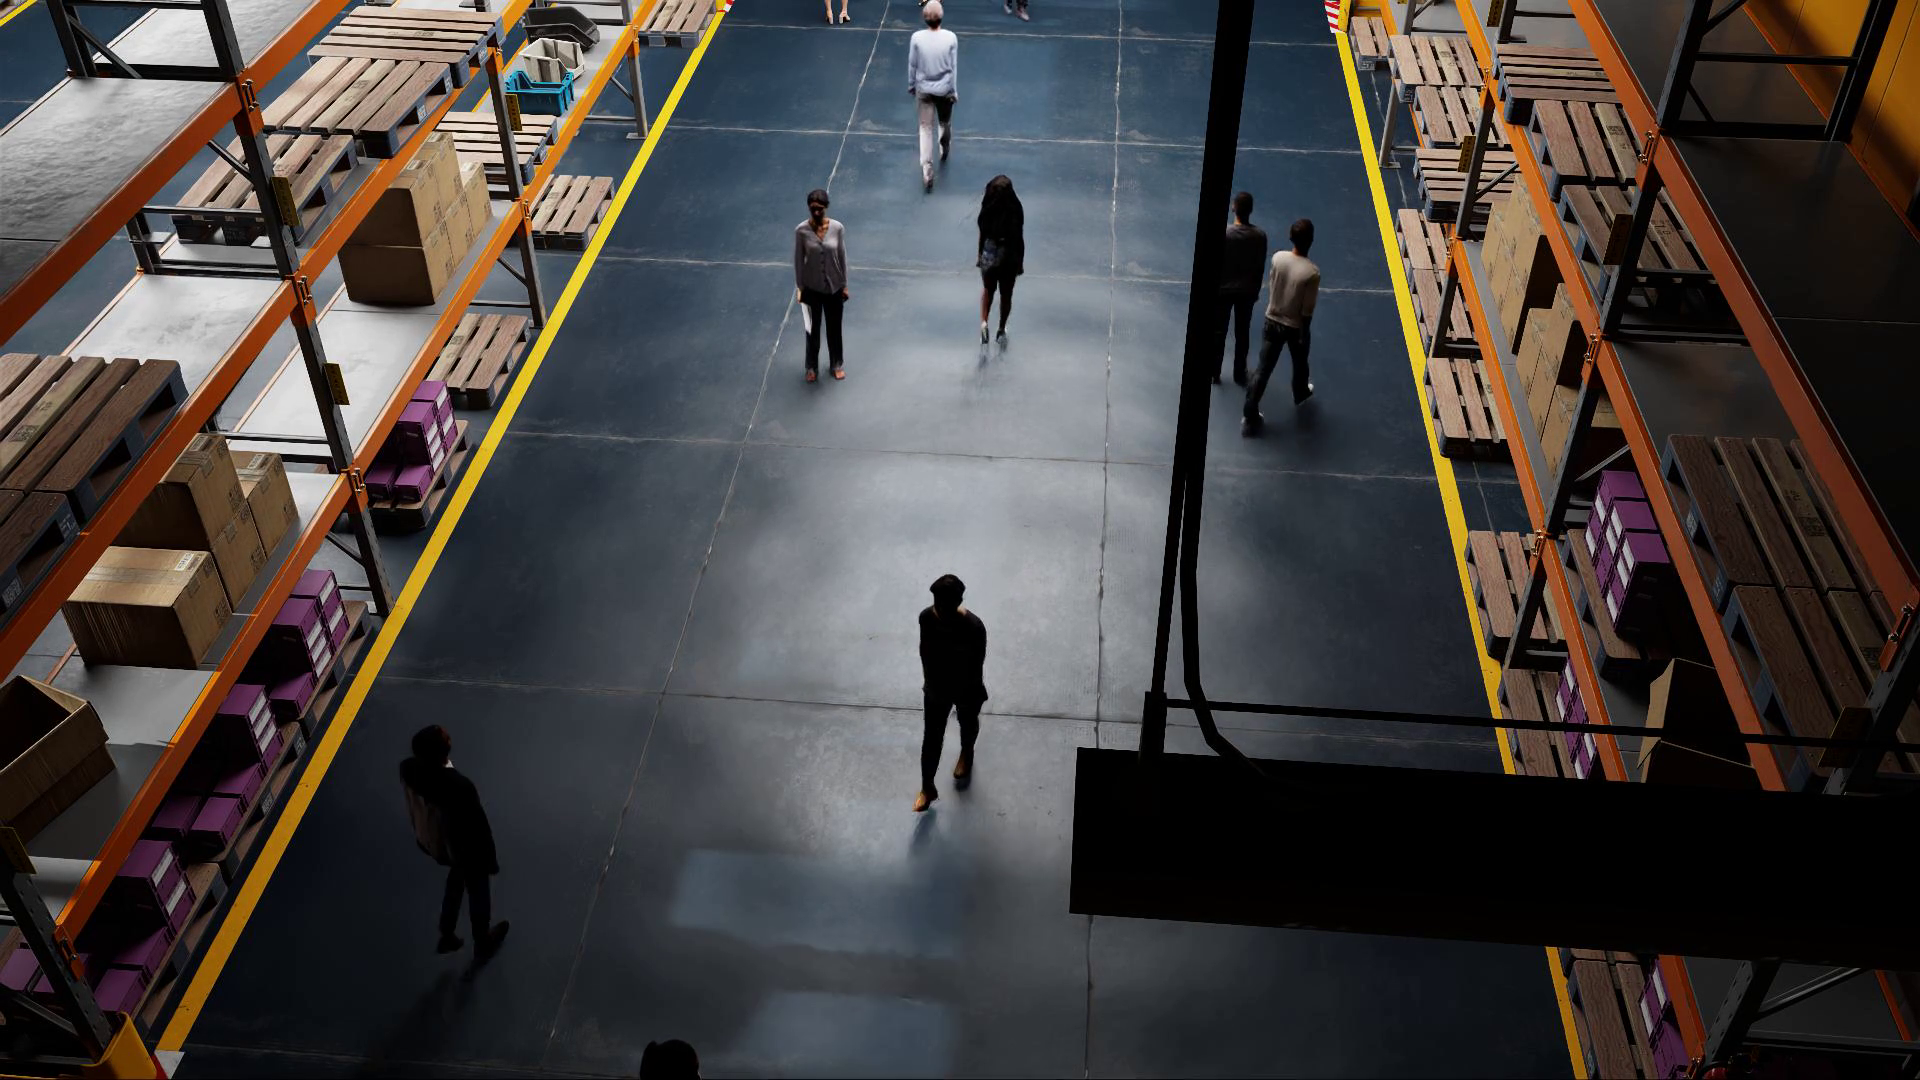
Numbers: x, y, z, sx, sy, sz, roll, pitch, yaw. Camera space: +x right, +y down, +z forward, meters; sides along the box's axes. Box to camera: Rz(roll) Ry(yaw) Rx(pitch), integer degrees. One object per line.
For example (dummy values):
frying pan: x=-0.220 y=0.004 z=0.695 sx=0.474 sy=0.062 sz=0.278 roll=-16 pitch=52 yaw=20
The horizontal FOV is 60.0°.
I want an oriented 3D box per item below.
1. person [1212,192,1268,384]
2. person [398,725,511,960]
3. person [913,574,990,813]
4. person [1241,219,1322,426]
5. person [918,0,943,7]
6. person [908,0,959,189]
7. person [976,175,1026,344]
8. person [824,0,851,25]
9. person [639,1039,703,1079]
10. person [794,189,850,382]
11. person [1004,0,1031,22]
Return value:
person: x=2.324 y=-2.128 z=14.075 sx=0.623 sy=1.766 sz=0.547 roll=1 pitch=39 yaw=1
person: x=-2.840 y=1.741 z=9.210 sx=0.797 sy=1.790 sz=0.840 roll=16 pitch=41 yaw=19
person: x=-0.006 y=0.851 z=10.408 sx=0.780 sy=1.687 sz=1.023 roll=13 pitch=40 yaw=15
person: x=2.603 y=-1.724 z=13.572 sx=1.020 sy=1.763 sz=1.213 roll=27 pitch=46 yaw=30
person: x=-0.385 y=-7.537 z=20.842 sx=0.854 sy=1.774 sz=0.774 roll=-17 pitch=42 yaw=-20
person: x=-0.276 y=-4.526 z=17.016 sx=0.770 sy=1.843 sz=1.237 roll=-1 pitch=39 yaw=-1
person: x=0.315 y=-2.372 z=14.509 sx=0.678 sy=1.605 sz=0.810 roll=12 pitch=40 yaw=14
person: x=-1.557 y=-7.266 z=20.501 sx=0.629 sy=1.775 sz=0.607 roll=3 pitch=39 yaw=4
person: x=-1.301 y=2.905 z=7.871 sx=0.647 sy=1.643 sz=0.485 roll=-1 pitch=39 yaw=-1
person: x=-1.169 y=-2.168 z=14.120 sx=0.649 sy=1.773 sz=0.614 roll=-7 pitch=39 yaw=-8
person: x=0.697 y=-7.401 z=20.635 sx=0.816 sy=1.819 sz=0.859 roll=-14 pitch=41 yaw=-17
